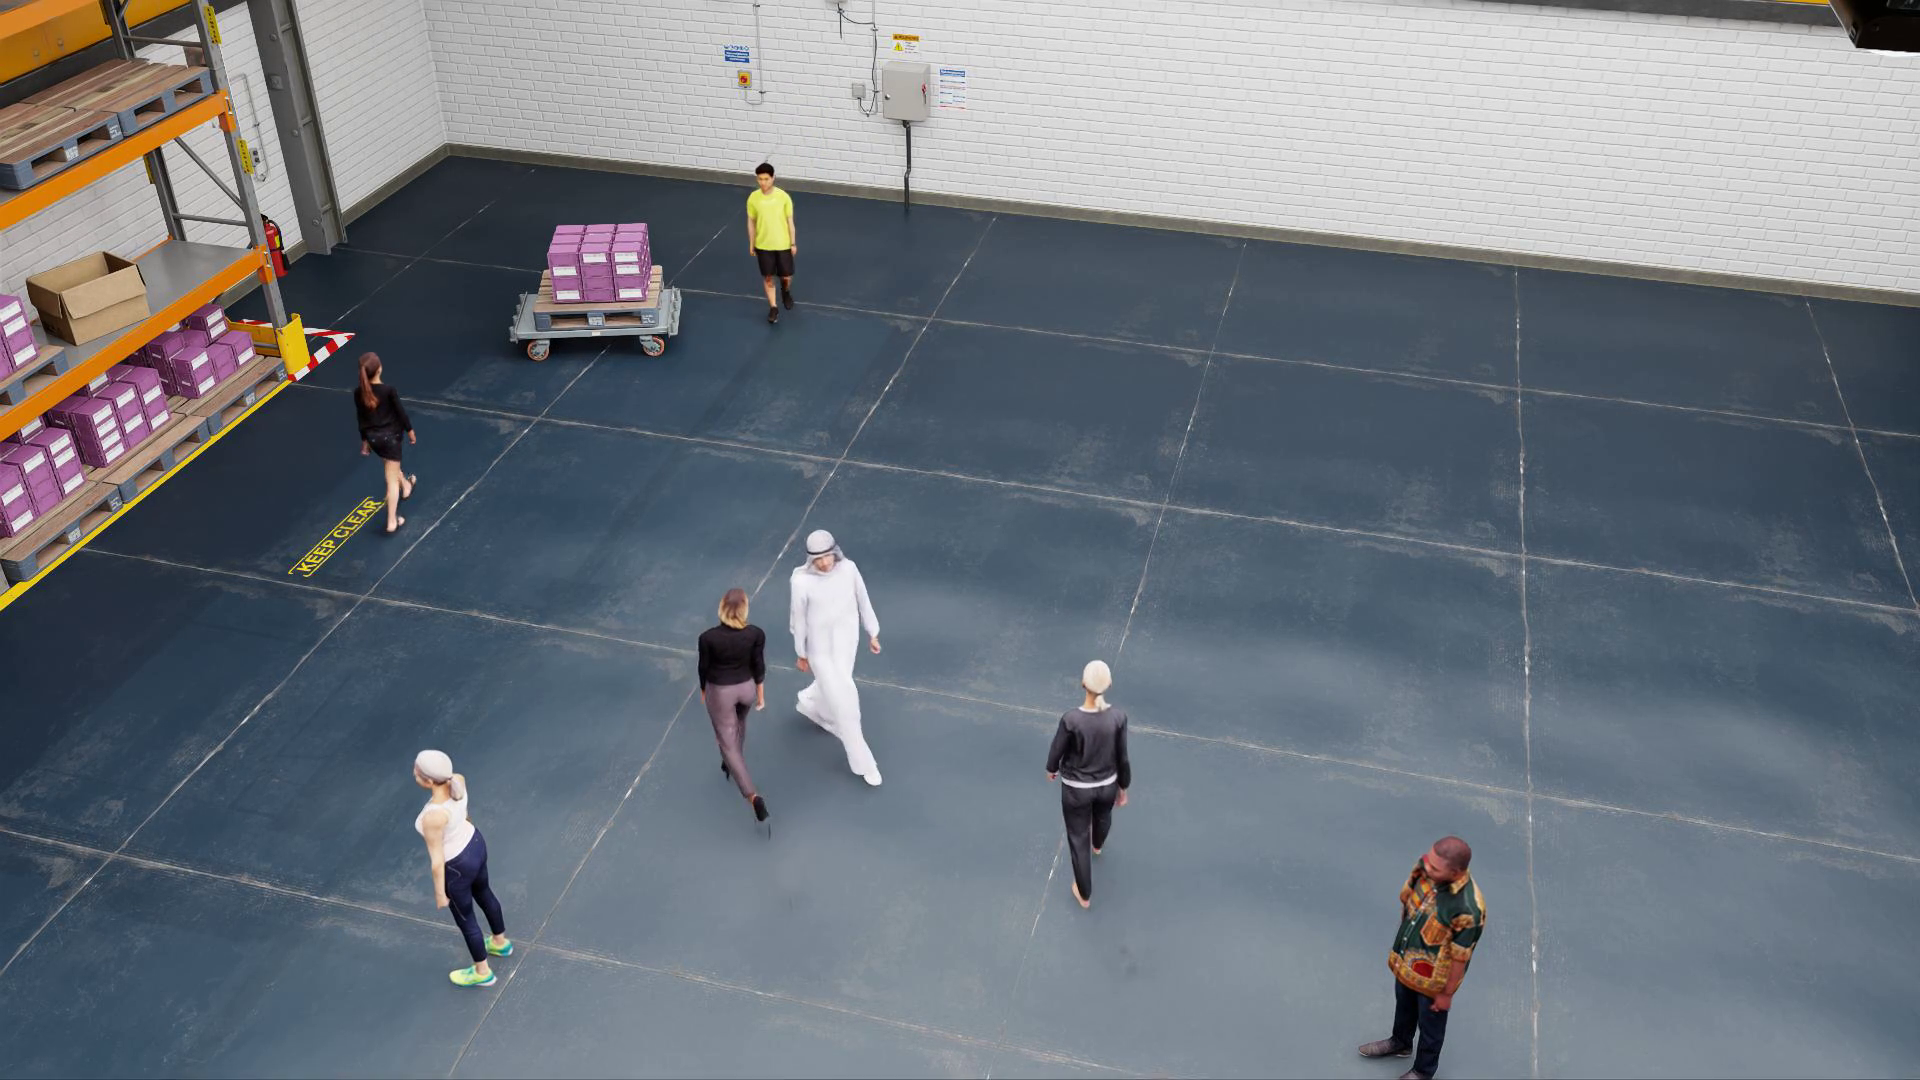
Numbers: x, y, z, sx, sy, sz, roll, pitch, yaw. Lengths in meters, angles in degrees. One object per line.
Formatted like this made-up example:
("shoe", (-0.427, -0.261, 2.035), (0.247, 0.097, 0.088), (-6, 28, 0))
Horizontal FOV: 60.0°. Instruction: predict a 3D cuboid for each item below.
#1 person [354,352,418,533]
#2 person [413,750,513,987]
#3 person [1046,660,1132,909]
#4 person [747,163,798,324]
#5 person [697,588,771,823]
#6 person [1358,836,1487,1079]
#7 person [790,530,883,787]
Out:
("person", (-4.784, -0.794, 13.786), (0.705, 1.514, 1.105), (2, 34, 2))
("person", (-2.870, 1.873, 9.604), (0.666, 1.702, 0.485), (6, 34, 9))
("person", (0.808, 1.534, 10.116), (0.872, 1.701, 1.022), (-8, 34, -12))
("person", (-1.915, -3.078, 17.060), (0.738, 1.694, 0.808), (0, 34, -1))
("person", (-1.456, 1.104, 10.824), (1.009, 1.633, 1.100), (-17, 37, -23))
("person", (2.535, 2.254, 8.938), (0.880, 1.806, 0.792), (-11, 35, -16))
("person", (-0.918, 0.686, 11.223), (1.227, 1.888, 1.293), (29, 43, 36))
